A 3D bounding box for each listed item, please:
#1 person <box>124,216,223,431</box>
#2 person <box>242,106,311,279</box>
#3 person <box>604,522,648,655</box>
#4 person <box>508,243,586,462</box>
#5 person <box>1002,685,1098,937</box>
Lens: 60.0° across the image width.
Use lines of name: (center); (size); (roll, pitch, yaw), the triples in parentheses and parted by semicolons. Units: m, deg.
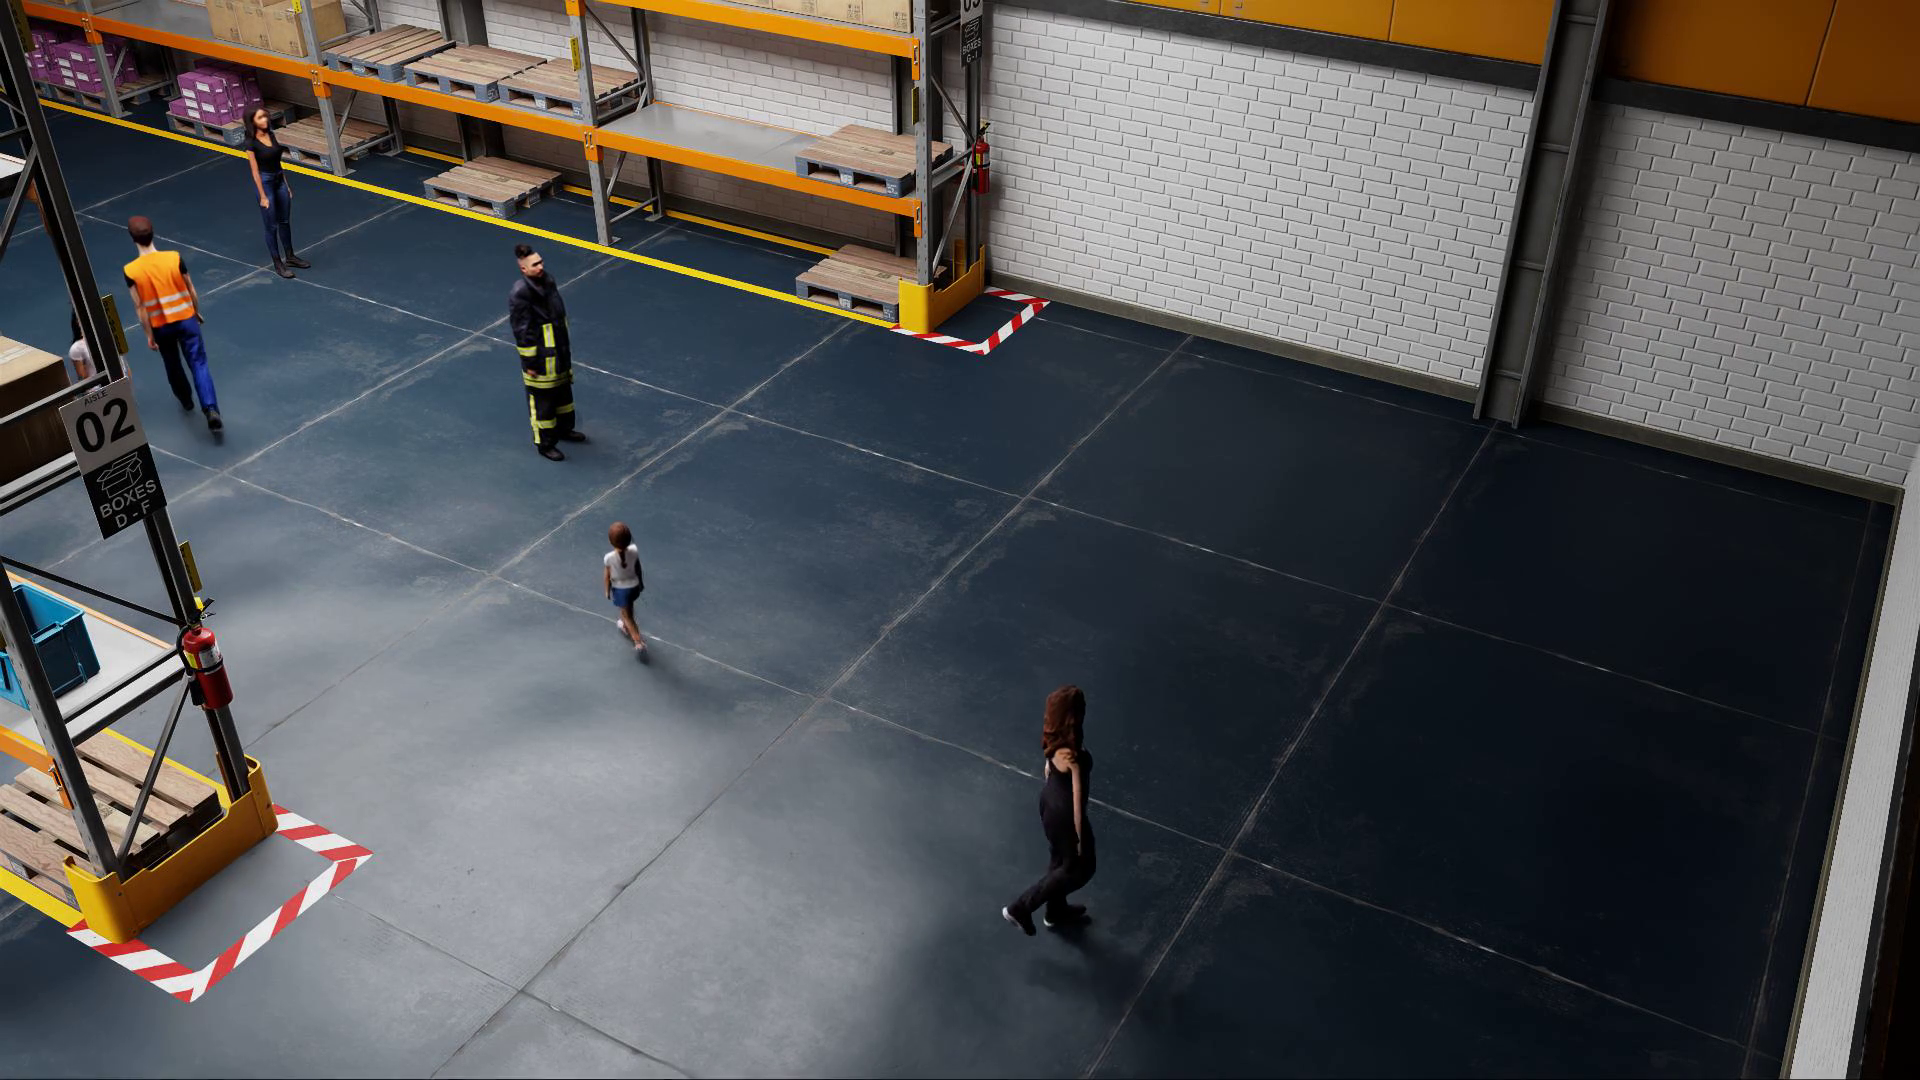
person: (-6.622, -1.790, 14.079); (1.070, 1.850, 1.310); (-17, 37, -24)
person: (-6.966, -3.537, 16.809); (0.576, 1.736, 0.591); (11, 35, 16)
person: (-2.332, 0.339, 11.640); (0.594, 1.005, 0.769); (-22, 40, -30)
person: (-3.450, -1.593, 13.773); (0.728, 1.860, 0.783); (12, 36, 18)
person: (0.493, 1.539, 9.174); (0.885, 1.734, 0.845); (-12, 36, -18)
